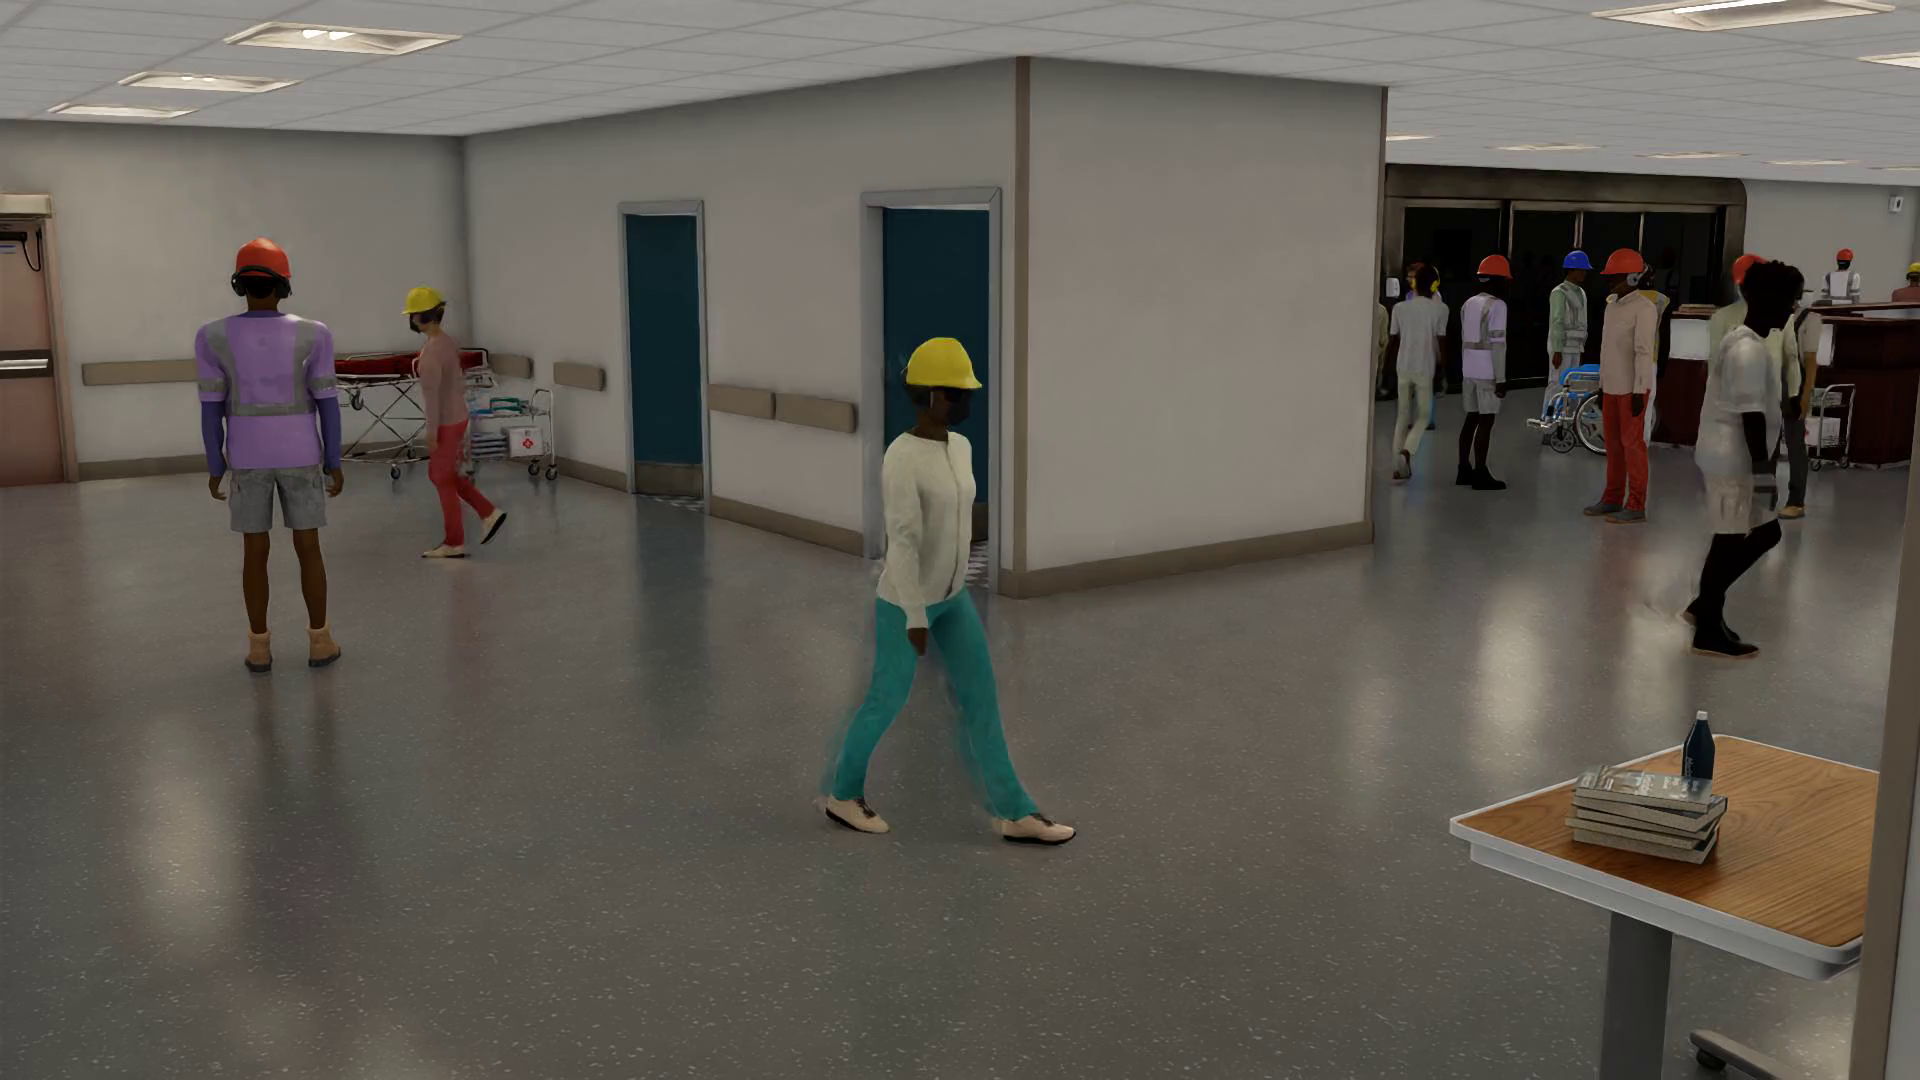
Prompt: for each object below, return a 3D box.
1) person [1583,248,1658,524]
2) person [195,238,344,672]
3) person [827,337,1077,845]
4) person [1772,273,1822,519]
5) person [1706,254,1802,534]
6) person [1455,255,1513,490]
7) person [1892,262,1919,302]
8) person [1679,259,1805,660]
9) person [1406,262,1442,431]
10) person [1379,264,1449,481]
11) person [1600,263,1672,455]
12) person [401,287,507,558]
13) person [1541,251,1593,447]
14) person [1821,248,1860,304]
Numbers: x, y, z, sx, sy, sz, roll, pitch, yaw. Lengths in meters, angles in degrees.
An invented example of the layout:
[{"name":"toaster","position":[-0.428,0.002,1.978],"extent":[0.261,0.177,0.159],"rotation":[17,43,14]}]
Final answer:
[{"name":"person","position":[4.806,-1.115,12.098],"extent":[0.415,1.985,0.611],"rotation":[-1,10,-7]},{"name":"person","position":[-3.247,-0.394,7.882],"extent":[0.614,2.043,0.373],"rotation":[-4,11,-19]},{"name":"person","position":[-0.078,0.183,5.573],"extent":[0.887,1.718,0.537],"rotation":[6,12,32]},{"name":"person","position":[6.078,-1.075,12.296],"extent":[0.345,1.838,0.502],"rotation":[-5,11,-27]},{"name":"person","position":[5.567,-1.025,11.735],"extent":[0.633,1.956,0.787],"rotation":[-1,10,-6]},{"name":"person","position":[4.349,-1.380,13.740],"extent":[0.384,1.929,0.547],"rotation":[-2,10,-13]},{"name":"person","position":[12.479,-2.745,21.825],"extent":[0.523,1.772,0.307],"rotation":[8,13,37]},{"name":"person","position":[3.788,-0.375,8.049],"extent":[0.426,1.942,0.598],"rotation":[5,11,27]},{"name":"person","position":[5.014,-2.089,18.021],"extent":[0.433,1.827,0.581],"rotation":[-2,10,-13]},{"name":"person","position":[3.823,-1.395,14.048],"extent":[0.591,1.848,0.505],"rotation":[6,12,30]},{"name":"person","position":[6.443,-1.716,15.892],"extent":[0.626,1.837,0.429],"rotation":[4,11,23]},{"name":"person","position":[-3.284,-0.747,10.670],"extent":[0.506,1.745,0.537],"rotation":[-1,10,-6]},{"name":"person","position":[6.087,-1.912,16.653],"extent":[0.406,1.945,0.615],"rotation":[9,13,40]},{"name":"person","position":[13.465,-3.478,25.458],"extent":[0.542,1.939,0.365],"rotation":[10,14,43]}]
